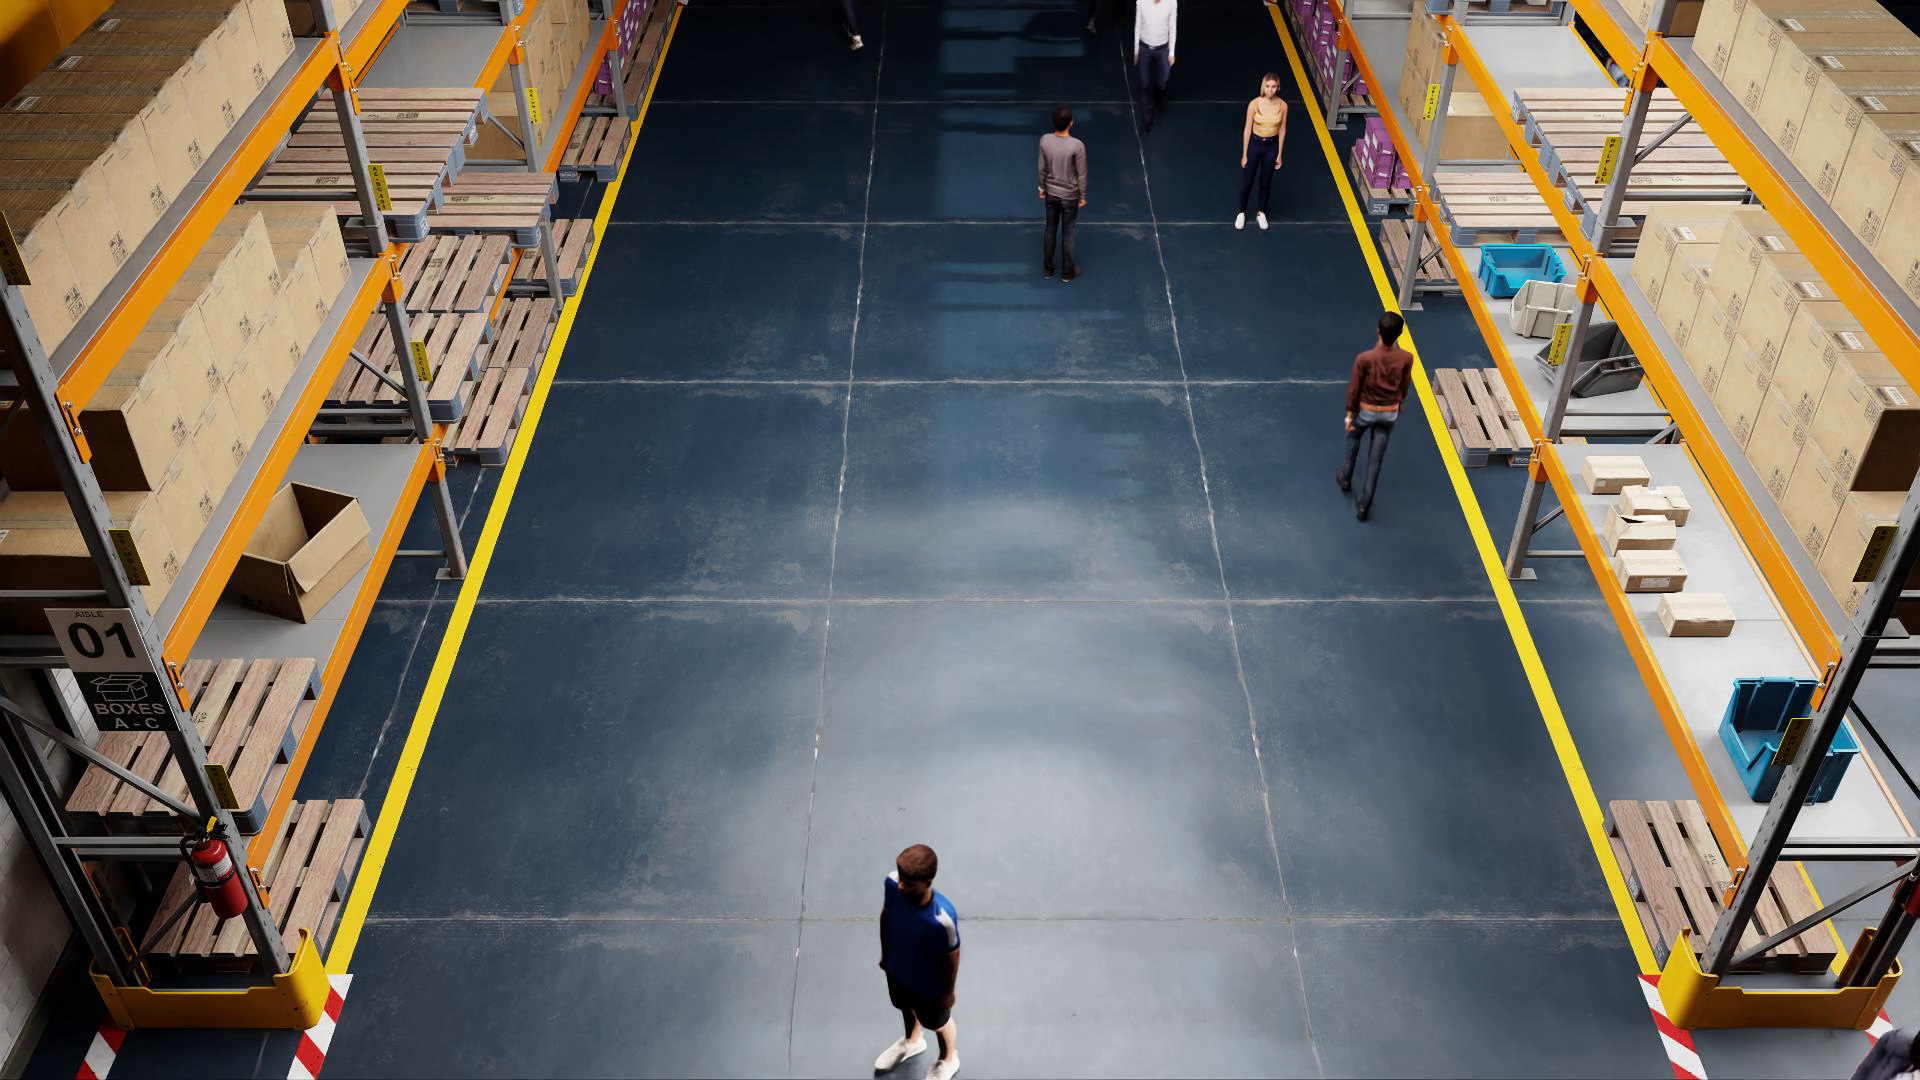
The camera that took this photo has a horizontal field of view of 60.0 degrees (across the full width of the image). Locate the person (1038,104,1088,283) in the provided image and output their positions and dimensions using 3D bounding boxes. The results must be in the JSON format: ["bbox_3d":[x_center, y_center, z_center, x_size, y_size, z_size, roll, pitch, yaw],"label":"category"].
[{"bbox_3d":[0.957,-3.295,15.828,0.716,1.768,0.689,12,40,15],"label":"person"}]

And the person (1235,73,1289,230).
[{"bbox_3d":[3.039,-3.919,16.723,0.580,1.628,0.536,2,39,3],"label":"person"}]

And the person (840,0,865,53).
[{"bbox_3d":[-1.339,-6.892,20.261,0.957,1.858,1.275,-15,41,-18],"label":"person"}]

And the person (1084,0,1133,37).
[{"bbox_3d":[1.841,-7.073,20.647,1.050,1.660,1.156,28,46,30],"label":"person"}]

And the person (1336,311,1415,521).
[{"bbox_3d":[3.230,-0.916,12.858,0.684,1.758,0.845,3,39,4],"label":"person"}]

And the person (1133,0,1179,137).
[{"bbox_3d":[2.177,-5.483,18.502,0.766,1.851,0.960,9,39,11],"label":"person"}]

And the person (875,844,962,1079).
[{"bbox_3d":[-0.202,2.255,8.802,0.756,1.865,0.802,28,47,31],"label":"person"}]
